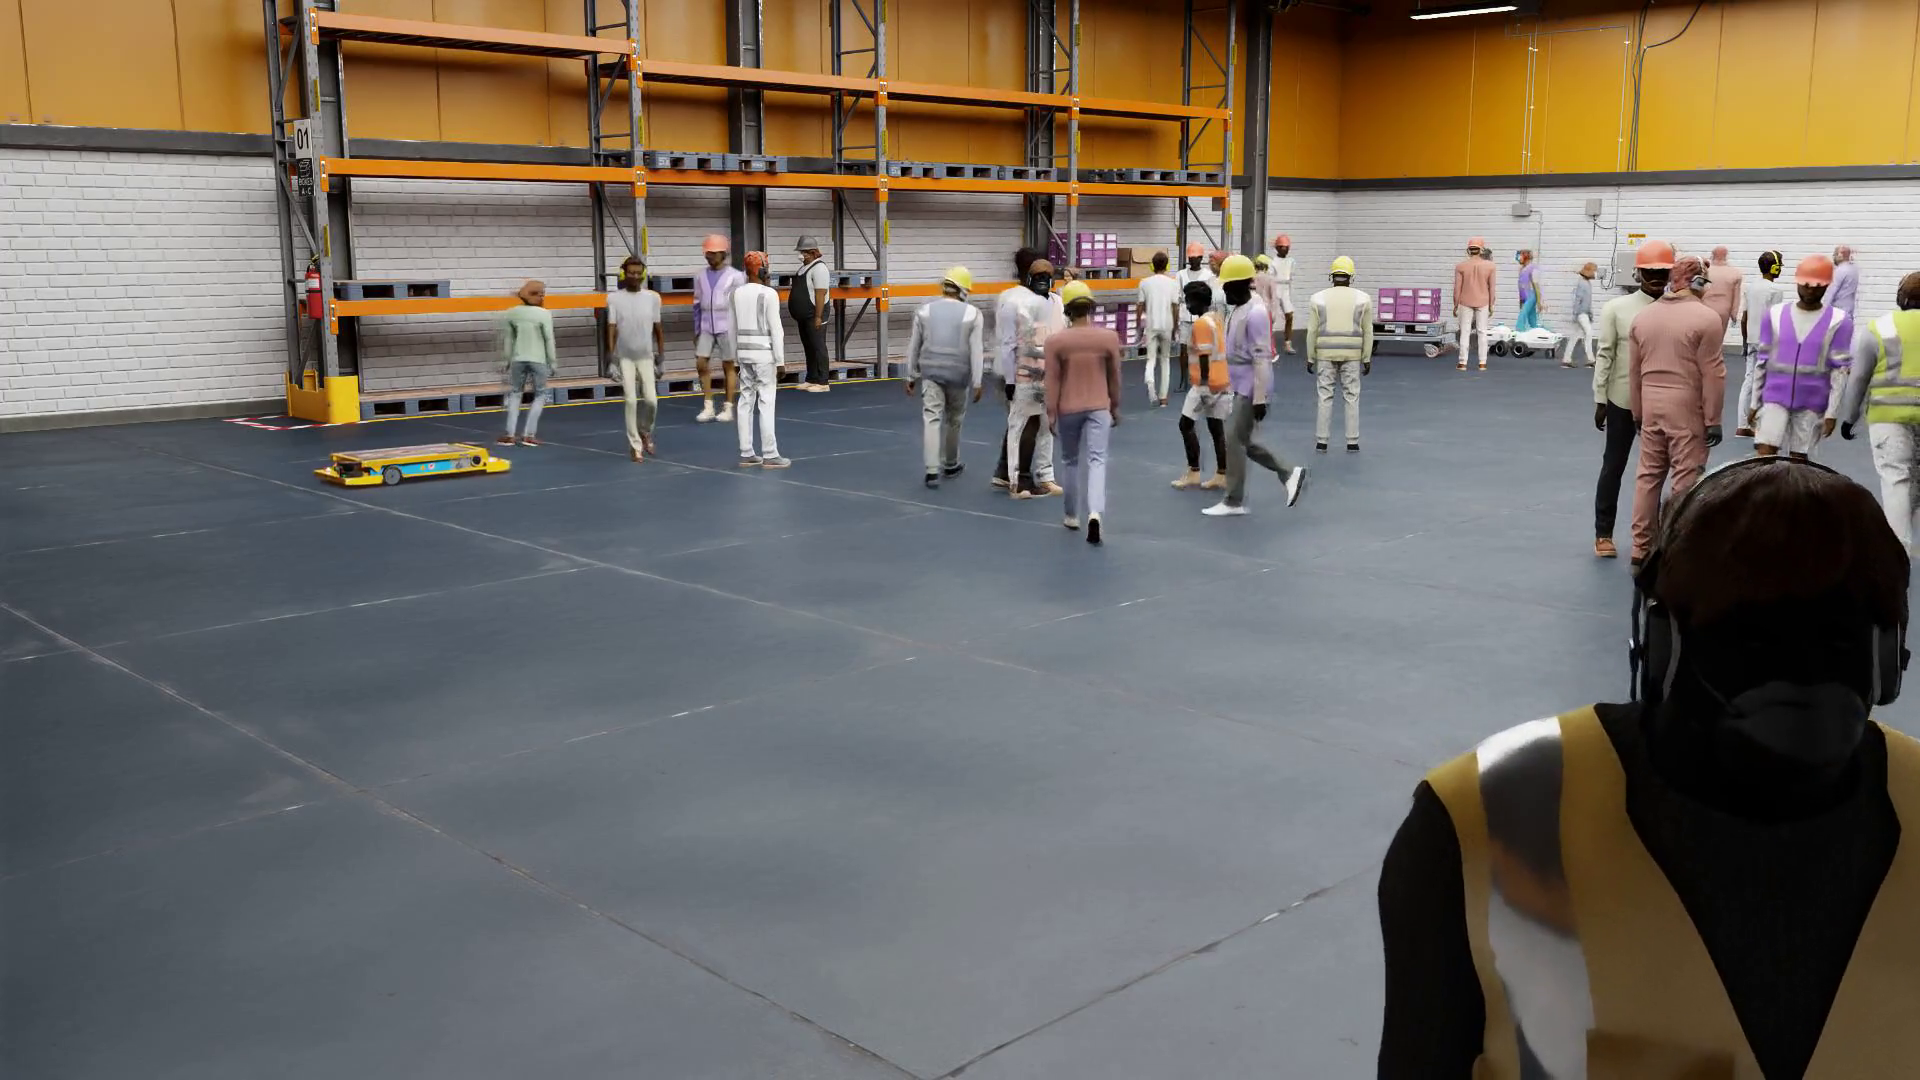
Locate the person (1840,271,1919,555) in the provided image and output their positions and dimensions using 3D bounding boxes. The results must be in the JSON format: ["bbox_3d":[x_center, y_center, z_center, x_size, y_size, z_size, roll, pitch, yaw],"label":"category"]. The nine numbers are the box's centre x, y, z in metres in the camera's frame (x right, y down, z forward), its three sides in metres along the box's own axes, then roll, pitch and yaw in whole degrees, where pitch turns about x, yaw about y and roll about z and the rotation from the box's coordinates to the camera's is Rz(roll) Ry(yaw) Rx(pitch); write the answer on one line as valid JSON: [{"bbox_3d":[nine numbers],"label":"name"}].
[{"bbox_3d":[5.805,-0.746,10.277,0.645,1.790,0.970,1,10,8],"label":"person"}]

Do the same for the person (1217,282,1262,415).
[{"bbox_3d":[3.161,-2.269,18.872,0.500,1.690,0.956,2,11,12],"label":"person"}]

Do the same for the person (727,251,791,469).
[{"bbox_3d":[-1.755,-1.560,14.482,0.573,1.883,0.355,7,13,34],"label":"person"}]

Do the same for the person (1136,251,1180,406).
[{"bbox_3d":[2.329,-2.472,19.581,0.504,1.848,0.629,2,11,11],"label":"person"}]

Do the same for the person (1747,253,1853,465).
[{"bbox_3d":[5.334,-0.865,10.623,0.571,1.906,0.636,7,12,32],"label":"person"}]

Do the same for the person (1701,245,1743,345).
[{"bbox_3d":[10.726,-3.235,23.621,0.673,1.881,0.711,3,11,16],"label":"person"}]

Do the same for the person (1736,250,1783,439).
[{"bbox_3d":[7.993,-1.934,16.550,0.328,1.874,0.521,-3,11,-18],"label":"person"}]

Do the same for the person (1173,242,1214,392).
[{"bbox_3d":[3.009,-2.834,21.369,0.554,1.949,0.562,4,11,21],"label":"person"}]

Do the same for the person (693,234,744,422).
[{"bbox_3d":[-2.645,-2.257,17.882,0.636,2.024,0.686,3,11,18],"label":"person"}]

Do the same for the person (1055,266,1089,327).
[{"bbox_3d":[1.552,-2.920,22.639,0.526,1.618,0.674,7,12,33],"label":"person"}]

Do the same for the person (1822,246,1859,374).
[{"bbox_3d":[12.902,-3.382,24.488,0.992,1.855,0.655,10,14,42],"label":"person"}]

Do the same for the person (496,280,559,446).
[{"bbox_3d":[-4.201,-1.698,16.031,0.686,1.600,0.320,3,11,14],"label":"person"}]

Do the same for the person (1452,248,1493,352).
[{"bbox_3d":[8.927,-4.142,28.795,0.776,1.814,0.543,2,11,9],"label":"person"}]

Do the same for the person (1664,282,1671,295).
[{"bbox_3d":[11.455,-3.889,27.195,1.030,1.882,0.653,10,14,43],"label":"person"}]

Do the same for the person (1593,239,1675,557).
[{"bbox_3d":[4.293,-0.875,10.439,0.616,1.993,0.395,0,10,2],"label":"person"}]

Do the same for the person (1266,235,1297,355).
[{"bbox_3d":[5.450,-4.132,28.123,0.609,2.014,0.802,-4,11,-19],"label":"person"}]

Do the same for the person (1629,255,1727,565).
[{"bbox_3d":[4.343,-0.754,10.042,0.407,1.902,0.639,-5,12,-26],"label":"person"}]

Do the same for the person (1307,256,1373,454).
[{"bbox_3d":[3.526,-1.717,15.473,0.598,1.830,0.403,2,11,12],"label":"person"}]

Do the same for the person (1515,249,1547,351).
[{"bbox_3d":[9.967,-4.169,28.977,0.921,1.796,0.611,0,10,0],"label":"person"}]

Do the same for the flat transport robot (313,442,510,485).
[{"bbox_3d":[-4.578,-0.648,13.908,1.431,0.197,0.652,-9,14,-42],"label":"flat transport robot"}]

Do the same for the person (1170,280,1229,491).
[{"bbox_3d":[1.908,-1.212,13.163,0.584,1.657,0.551,4,11,23],"label":"person"}]

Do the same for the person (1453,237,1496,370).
[{"bbox_3d":[7.721,-3.545,25.009,0.612,1.991,0.391,2,11,10],"label":"person"}]

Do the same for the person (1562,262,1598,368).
[{"bbox_3d":[9.533,-3.393,25.216,0.745,1.597,0.521,6,12,31],"label":"person"}]

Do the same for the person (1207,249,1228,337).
[{"bbox_3d":[3.347,-2.659,20.566,0.773,1.856,0.617,-7,12,-33],"label":"person"}]

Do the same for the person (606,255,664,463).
[{"bbox_3d":[-2.906,-1.617,14.889,0.510,1.855,0.417,-3,11,-17],"label":"person"}]

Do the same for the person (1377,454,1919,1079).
[{"bbox_3d":[0.691,0.834,1.566,0.630,1.848,0.429,2,11,9],"label":"person"}]

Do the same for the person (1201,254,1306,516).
[{"bbox_3d":[2.138,-1.099,11.956,0.705,1.888,0.631,0,10,-2],"label":"person"}]

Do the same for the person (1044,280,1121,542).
[{"bbox_3d":[0.820,-0.873,11.138,0.524,1.730,0.827,0,10,3],"label":"person"}]

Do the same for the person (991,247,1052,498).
[{"bbox_3d":[0.485,-1.304,12.940,0.440,1.932,0.639,-7,13,-35],"label":"person"}]

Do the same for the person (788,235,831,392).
[{"bbox_3d":[-1.965,-2.945,21.601,0.536,2.000,0.683,-5,12,-26],"label":"person"}]

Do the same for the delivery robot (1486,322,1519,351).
[{"bbox_3d":[9.110,-3.424,28.012,0.477,0.478,0.707,-5,12,-26],"label":"delivery robot"}]

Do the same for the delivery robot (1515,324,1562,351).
[{"bbox_3d":[9.533,-3.313,27.411,0.707,0.478,0.477,7,12,34],"label":"delivery robot"}]

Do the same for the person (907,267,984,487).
[{"bbox_3d":[-0.121,-1.327,13.556,0.662,1.769,0.908,2,11,11],"label":"person"}]

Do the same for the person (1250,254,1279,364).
[{"bbox_3d":[4.673,-3.549,25.776,0.556,1.717,0.913,6,12,29],"label":"person"}]

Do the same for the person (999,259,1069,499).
[{"bbox_3d":[0.607,-1.244,12.882,0.624,1.841,0.430,-6,12,-31],"label":"person"}]
